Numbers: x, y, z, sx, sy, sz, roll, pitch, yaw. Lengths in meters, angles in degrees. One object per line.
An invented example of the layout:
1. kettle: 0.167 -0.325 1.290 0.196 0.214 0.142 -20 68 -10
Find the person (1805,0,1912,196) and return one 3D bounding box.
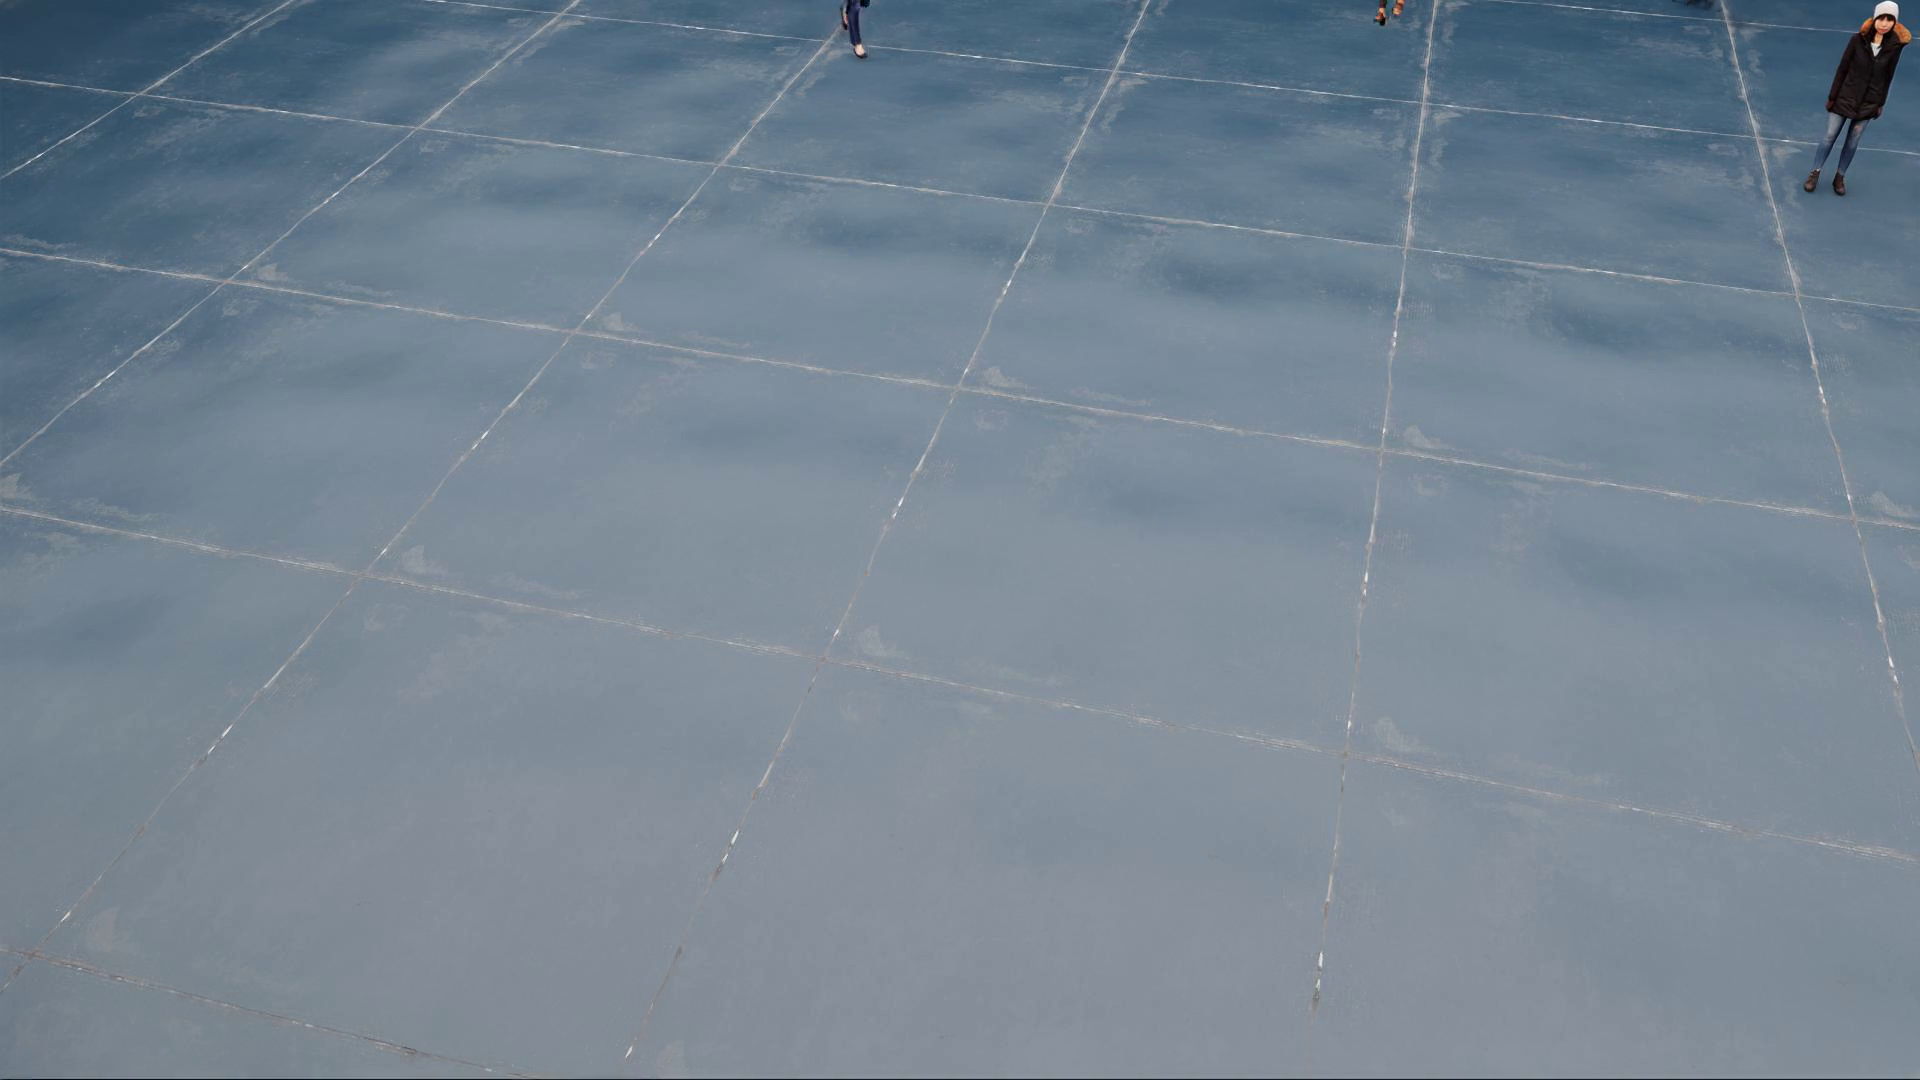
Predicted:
1. person: 7.544 -3.722 13.987 0.629 1.634 0.610 11 39 14

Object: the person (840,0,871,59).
1. person: -1.074 -5.682 16.442 0.923 1.698 0.990 -18 41 -21

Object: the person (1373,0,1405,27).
1. person: 4.607 -6.177 17.104 0.762 1.662 1.094 16 41 20
